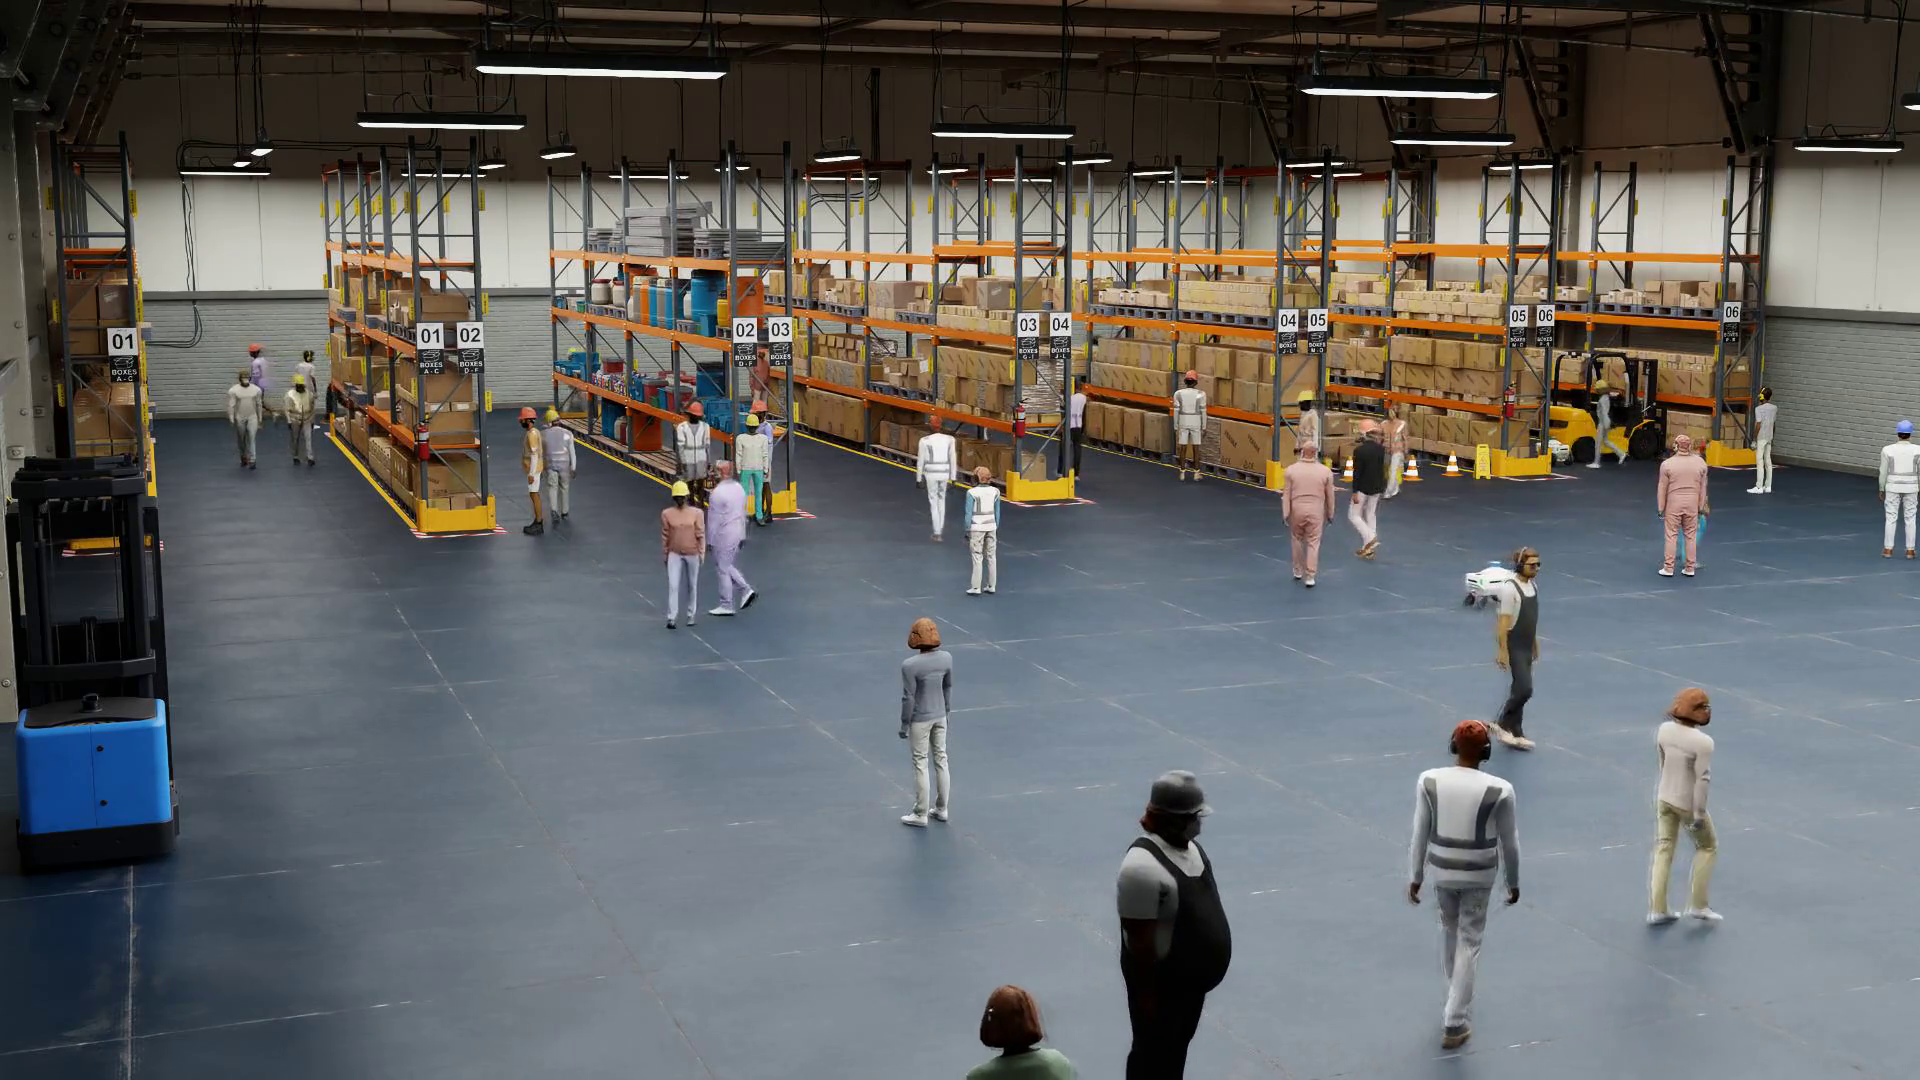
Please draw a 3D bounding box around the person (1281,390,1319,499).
[{"bbox_3d":[5.795,-1.595,35.609,0.857,1.889,0.606,0,9,-3],"label":"person"}]

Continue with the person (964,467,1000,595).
[{"bbox_3d":[0.289,-0.117,26.644,0.516,1.635,0.313,-6,10,-34],"label":"person"}]

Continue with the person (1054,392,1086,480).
[{"bbox_3d":[2.042,-2.081,38.928,0.594,1.881,0.902,-2,9,-13],"label":"person"}]

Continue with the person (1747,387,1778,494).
[{"bbox_3d":[14.102,-1.756,36.780,0.513,1.872,0.328,-5,10,-29],"label":"person"}]

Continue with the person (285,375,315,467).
[{"bbox_3d":[-12.897,-2.335,40.973,0.585,1.783,0.973,-5,10,-28],"label":"person"}]

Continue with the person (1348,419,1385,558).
[{"bbox_3d":[5.749,-0.721,29.519,0.635,1.981,0.485,-6,11,-36],"label":"person"}]

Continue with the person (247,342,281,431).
[{"bbox_3d":[-16.068,-3.533,48.095,0.682,2.027,0.633,0,9,2],"label":"person"}]

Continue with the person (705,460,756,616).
[{"bbox_3d":[-2.812,-0.024,25.197,0.484,1.888,0.642,3,9,20],"label":"person"}]

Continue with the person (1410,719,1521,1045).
[{"bbox_3d":[2.983,1.938,12.221,0.594,1.845,0.892,5,10,32],"label":"person"}]

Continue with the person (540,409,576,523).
[{"bbox_3d":[-6.401,-1.169,33.193,0.603,1.795,0.869,-2,9,-11],"label":"person"}]

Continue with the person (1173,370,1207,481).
[{"bbox_3d":[4.227,-2.098,38.554,0.635,2.041,0.477,2,9,14],"label":"person"}]

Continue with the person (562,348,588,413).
[{"bbox_3d":[-9.229,-3.677,49.864,0.915,1.779,0.621,-7,11,-39],"label":"person"}]

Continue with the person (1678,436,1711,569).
[{"bbox_3d":[10.057,-0.512,28.654,0.472,1.821,0.598,1,9,9],"label":"person"}]

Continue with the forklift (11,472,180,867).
[{"bbox_3d":[-6.630,0.886,15.957,1.129,2.768,1.873,-3,9,-21],"label":"forklift"}]

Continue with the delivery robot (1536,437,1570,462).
[{"bbox_3d":[11.665,-1.788,41.189,0.477,0.478,0.707,-3,9,-21],"label":"delivery robot"}]

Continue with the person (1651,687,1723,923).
[{"bbox_3d":[4.907,1.776,14.083,0.577,1.613,0.503,-4,10,-28],"label":"person"}]

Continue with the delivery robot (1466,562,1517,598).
[{"bbox_3d":[6.614,0.511,25.862,0.707,0.478,0.477,-4,9,-23],"label":"delivery robot"}]

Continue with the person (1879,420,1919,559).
[{"bbox_3d":[13.306,-0.716,29.587,0.602,1.949,0.391,3,9,20],"label":"person"}]

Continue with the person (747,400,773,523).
[{"bbox_3d":[-3.160,-1.244,33.148,0.357,1.938,0.542,-5,10,-31],"label":"person"}]

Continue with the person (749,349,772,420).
[{"bbox_3d":[-4.545,-3.462,47.732,0.375,1.997,0.612,8,11,42],"label":"person"}]

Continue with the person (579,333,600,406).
[{"bbox_3d":[-9.601,-4.419,54.212,0.611,1.964,0.364,7,11,39],"label":"person"}]

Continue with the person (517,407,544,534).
[{"bbox_3d":[-6.556,-1.066,31.958,0.373,1.935,0.552,-1,9,-9],"label":"person"}]

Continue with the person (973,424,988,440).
[{"bbox_3d":[0.487,-2.660,43.613,0.528,1.621,0.512,-4,9,-26],"label":"person"}]

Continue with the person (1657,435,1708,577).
[{"bbox_3d":[9.650,-0.459,28.059,0.636,1.899,0.401,0,9,1],"label":"person"}]

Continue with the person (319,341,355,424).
[{"bbox_3d":[-14.777,-3.745,49.756,0.871,1.966,0.609,-1,9,-5],"label":"person"}]

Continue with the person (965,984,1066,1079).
[{"bbox_3d":[0.176,2.599,8.599,0.538,1.608,0.660,-5,10,-32],"label":"person"}]

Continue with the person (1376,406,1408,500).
[{"bbox_3d":[7.464,-1.525,36.160,0.534,1.594,0.869,6,10,33],"label":"person"}]

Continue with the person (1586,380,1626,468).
[{"bbox_3d":[12.553,-2.250,40.581,0.651,1.717,0.508,3,9,21],"label":"person"}]

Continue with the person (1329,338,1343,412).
[{"bbox_3d":[9.195,-3.981,51.390,0.553,1.935,0.362,-2,9,-14],"label":"person"}]

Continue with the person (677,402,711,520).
[{"bbox_3d":[-4.249,-1.271,33.556,0.542,1.881,0.917,-2,9,-13],"label":"person"}]

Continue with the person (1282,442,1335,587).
[{"bbox_3d":[4.571,-0.356,27.468,0.670,1.862,0.946,2,9,11],"label":"person"}]

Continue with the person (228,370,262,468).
[{"bbox_3d":[-13.909,-2.374,40.788,0.635,1.906,0.973,-4,9,-23],"label":"person"}]

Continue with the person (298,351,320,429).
[{"bbox_3d":[-15.051,-3.449,48.219,0.594,1.828,0.620,3,9,22],"label":"person"}]

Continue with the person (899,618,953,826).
[{"bbox_3d":[-0.267,1.416,16.417,0.499,1.633,0.286,-8,11,-42],"label":"person"}]

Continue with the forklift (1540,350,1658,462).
[{"bbox_3d":[12.897,-2.725,42.309,2.313,2.155,1.214,-3,9,-21],"label":"forklift"}]

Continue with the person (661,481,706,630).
[{"bbox_3d":[-3.216,0.187,24.323,0.528,1.727,0.882,0,9,-3],"label":"person"}]

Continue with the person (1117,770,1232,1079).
[{"bbox_3d":[1.072,2.144,10.357,0.536,2.000,0.688,5,10,28],"label":"person"}]

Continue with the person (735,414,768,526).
[{"bbox_3d":[-3.244,-1.090,32.713,0.522,1.761,0.321,-3,9,-17],"label":"person"}]

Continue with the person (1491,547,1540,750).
[{"bbox_3d":[5.023,0.972,18.707,0.400,1.834,0.537,8,11,42],"label":"person"}]

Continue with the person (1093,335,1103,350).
[{"bbox_3d":[3.620,-4.564,55.697,0.895,1.815,0.617,3,9,22],"label":"person"}]

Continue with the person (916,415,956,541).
[{"bbox_3d":[-0.393,-0.940,31.338,0.604,1.865,0.648,-4,9,-23],"label":"person"}]
